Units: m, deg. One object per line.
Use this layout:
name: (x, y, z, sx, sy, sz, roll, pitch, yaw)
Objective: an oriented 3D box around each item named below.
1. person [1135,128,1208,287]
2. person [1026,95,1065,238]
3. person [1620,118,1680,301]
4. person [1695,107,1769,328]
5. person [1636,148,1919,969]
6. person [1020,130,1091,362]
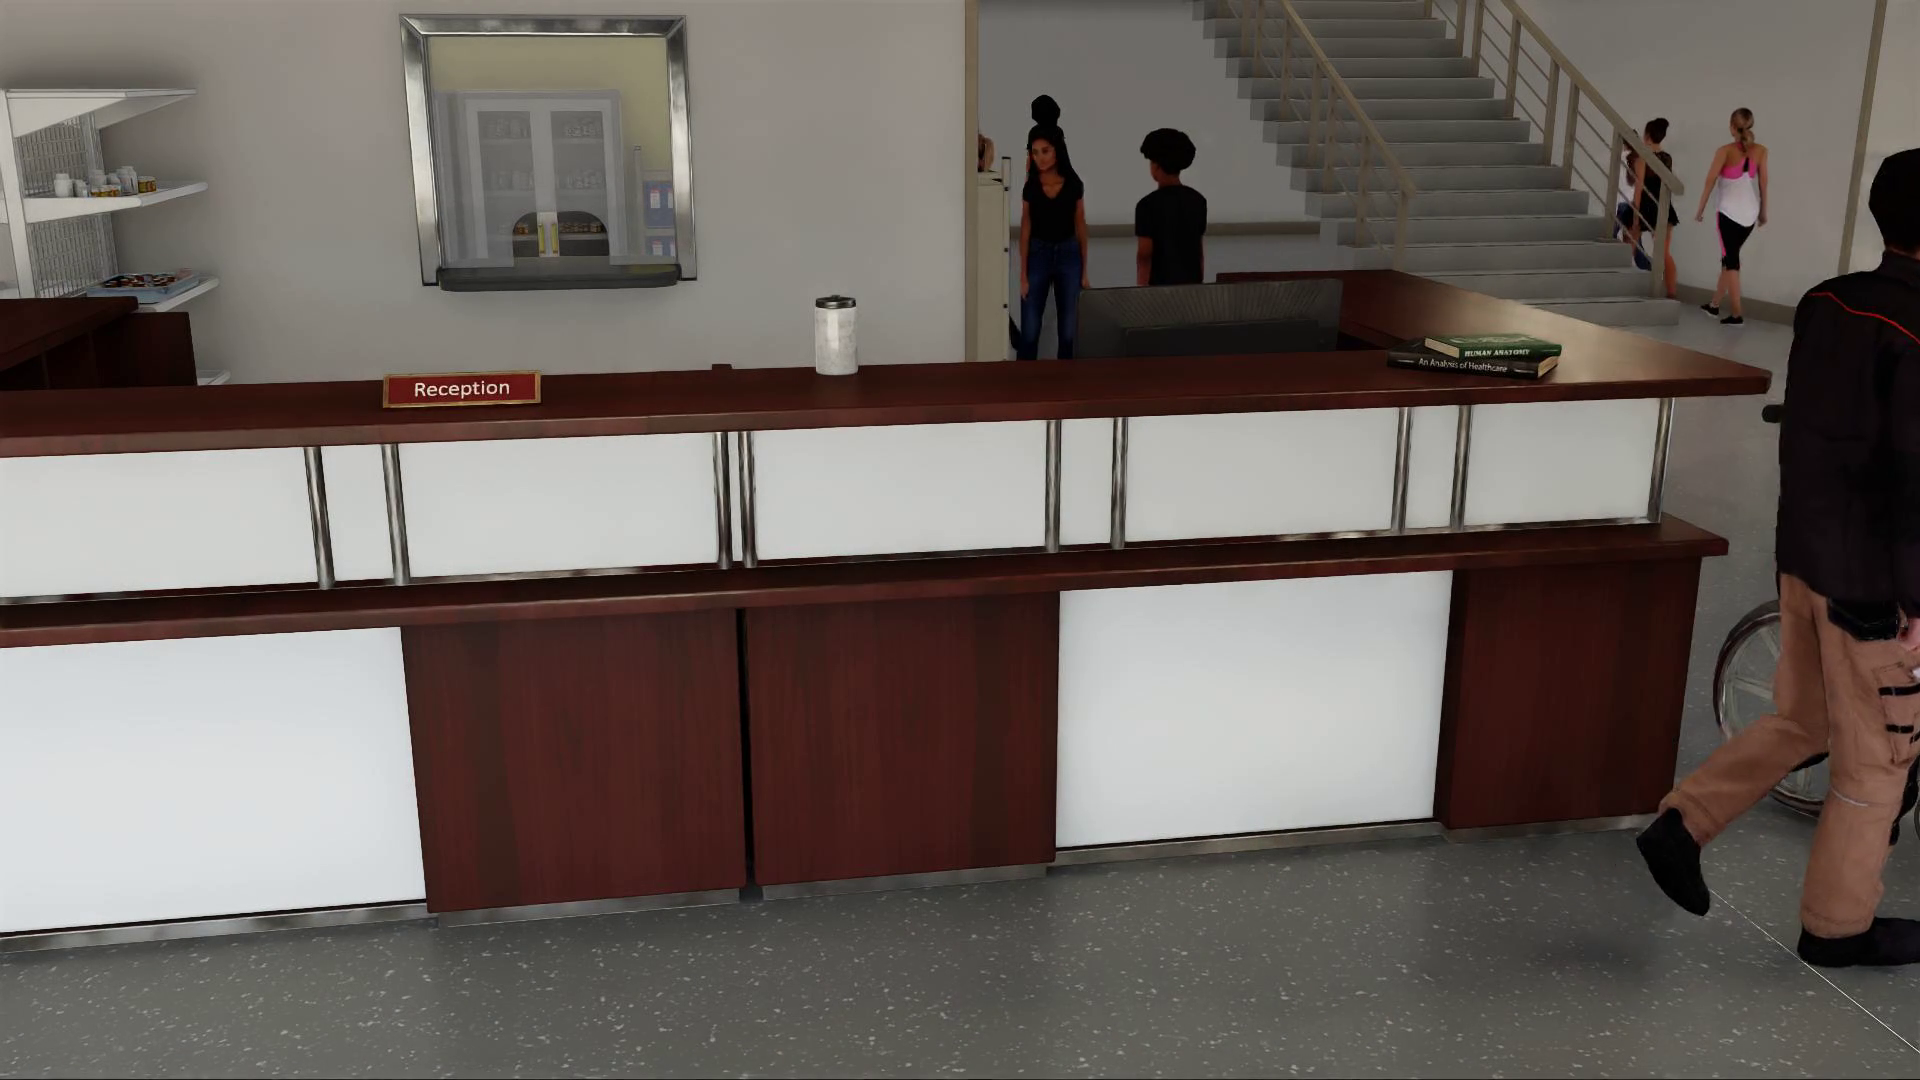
person: (1.194, -1.333, 9.092, 0.847, 1.762, 1.016, -9, 18, -28)
person: (0.909, -3.847, 17.869, 0.705, 1.826, 0.688, -11, 19, -34)
person: (6.171, -2.854, 14.746, 0.659, 1.623, 1.146, -4, 16, -15)
person: (6.425, -2.622, 13.678, 0.676, 1.756, 0.961, -2, 16, -6)
person: (1.945, 0.090, 3.767, 0.789, 1.912, 0.892, -2, 16, -7)
person: (0.591, -1.619, 10.162, 0.698, 1.733, 0.607, -3, 16, -10)
